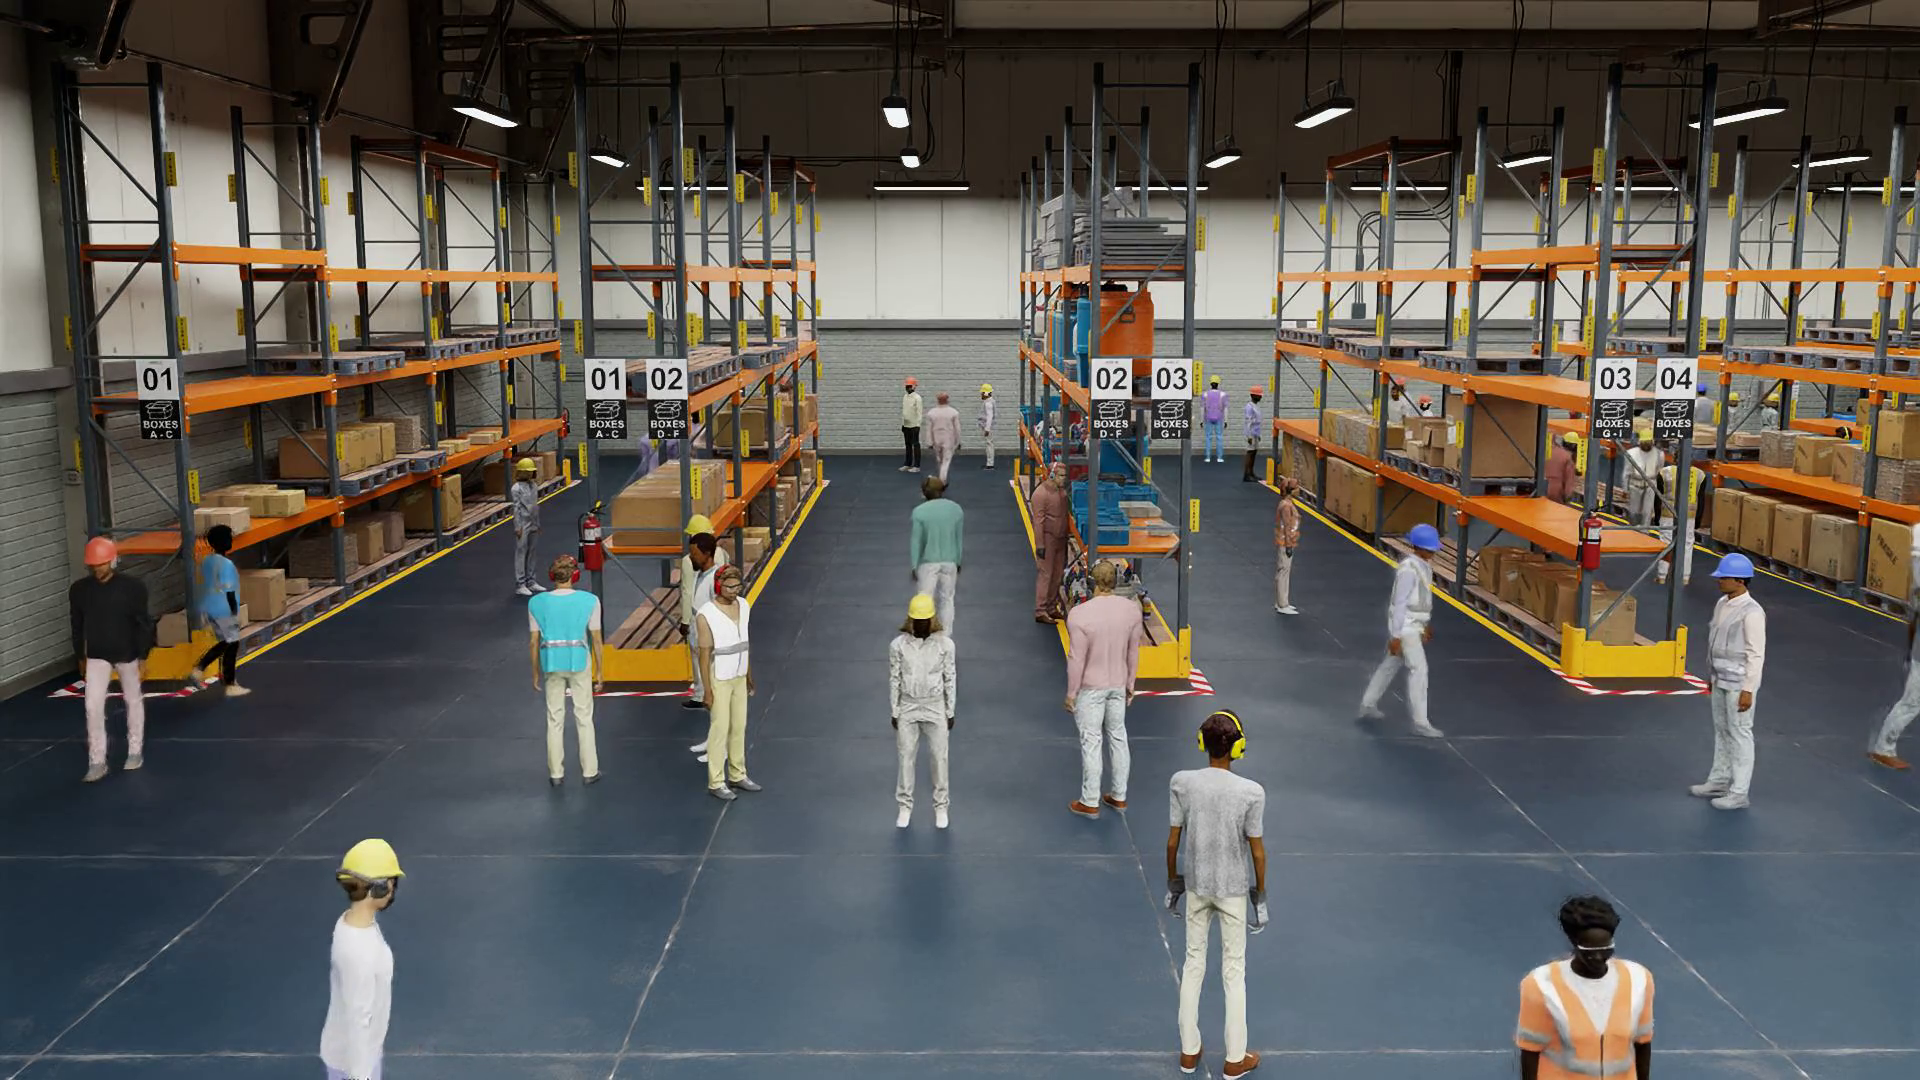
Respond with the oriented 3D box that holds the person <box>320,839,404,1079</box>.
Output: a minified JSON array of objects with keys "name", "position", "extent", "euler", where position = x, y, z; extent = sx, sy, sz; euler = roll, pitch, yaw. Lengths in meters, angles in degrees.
[{"name":"person","position":[-2.392,2.085,6.702],"extent":[0.376,1.749,0.632],"euler":[-3,9,-20]}]

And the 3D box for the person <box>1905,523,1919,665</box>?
[{"name":"person","position":[9.957,0.425,16.890],"extent":[0.553,1.885,0.960],"euler":[1,9,9]}]

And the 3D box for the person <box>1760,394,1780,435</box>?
[{"name":"person","position":[16.363,-2.093,33.602],"extent":[0.324,1.732,0.494],"euler":[-1,9,-4]}]

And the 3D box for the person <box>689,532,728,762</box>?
[{"name":"person","position":[-2.061,0.878,13.912],"extent":[0.385,1.916,0.590],"euler":[-3,9,-20]}]

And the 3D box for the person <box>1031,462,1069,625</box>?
[{"name":"person","position":[1.088,0.027,19.452],"extent":[0.400,1.892,0.659],"euler":[6,11,34]}]

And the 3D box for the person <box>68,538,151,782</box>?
[{"name":"person","position":[-6.813,0.945,13.341],"extent":[0.624,1.952,0.815],"euler":[-2,9,-13]}]

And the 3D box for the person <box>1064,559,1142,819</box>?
[{"name":"person","position":[1.050,1.101,12.387],"extent":[0.636,1.938,0.358],"euler":[-5,10,-30]}]

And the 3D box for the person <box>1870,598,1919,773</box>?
[{"name":"person","position":[7.828,0.994,13.248],"extent":[0.651,1.883,1.021],"euler":[-7,11,-37]}]

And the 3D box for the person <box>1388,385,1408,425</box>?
[{"name":"person","position":[9.001,-2.268,34.335],"extent":[0.328,1.860,0.513],"euler":[-7,11,-37]}]

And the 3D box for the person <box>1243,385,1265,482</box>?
[{"name":"person","position":[5.863,-2.112,33.090],"extent":[0.381,1.929,0.543],"euler":[5,10,29]}]

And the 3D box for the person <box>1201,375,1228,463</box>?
[{"name":"person","position":[5.595,-2.666,36.658],"extent":[0.592,1.925,0.385],"euler":[1,9,9]}]

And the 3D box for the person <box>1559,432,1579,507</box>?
[{"name":"person","position":[9.014,-0.726,24.722],"extent":[0.327,1.760,0.524],"euler":[1,9,5]}]

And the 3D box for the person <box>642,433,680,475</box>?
[{"name":"person","position":[-4.719,-1.050,26.275],"extent":[0.632,1.921,0.680],"euler":[1,9,7]}]

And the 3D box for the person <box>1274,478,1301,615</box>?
[{"name":"person","position":[3.930,0.067,19.998],"extent":[0.308,1.640,0.510],"euler":[1,9,8]}]

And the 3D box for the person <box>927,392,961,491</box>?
[{"name":"person","position":[-0.324,-1.884,31.802],"extent":[0.630,1.879,0.910],"euler":[3,9,21]}]

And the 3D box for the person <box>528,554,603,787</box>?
[{"name":"person","position":[-3.103,1.038,13.136],"extent":[0.574,1.842,0.430],"euler":[-1,9,-4]}]

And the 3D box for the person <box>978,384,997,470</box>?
[{"name":"person","position":[0.580,-2.389,35.177],"extent":[0.403,1.831,0.595],"euler":[1,9,6]}]

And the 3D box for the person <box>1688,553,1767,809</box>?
[{"name":"person","position":[5.851,1.062,12.606],"extent":[0.402,1.949,0.605],"euler":[0,9,0]}]

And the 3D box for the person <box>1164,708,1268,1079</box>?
[{"name":"person","position":[1.288,1.764,8.343],"extent":[0.537,1.869,0.312],"euler":[4,10,24]}]

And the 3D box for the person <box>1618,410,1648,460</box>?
[{"name":"person","position":[12.980,-1.804,31.930],"extent":[0.542,1.672,0.743],"euler":[-1,9,-4]}]

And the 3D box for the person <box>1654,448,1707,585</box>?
[{"name":"person","position":[9.438,-0.316,21.859],"extent":[0.618,1.836,0.428],"euler":[2,9,13]}]

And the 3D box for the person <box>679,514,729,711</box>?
[{"name":"person","position":[-2.405,0.674,15.487],"extent":[0.403,1.831,0.599],"euler":[5,10,29]}]

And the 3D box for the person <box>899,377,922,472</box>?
[{"name":"person","position":[-1.025,-2.415,34.819],"extent":[0.375,1.997,0.612],"euler":[-7,11,-38]}]

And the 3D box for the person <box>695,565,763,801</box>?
[{"name":"person","position":[-1.812,1.088,12.829],"extent":[0.407,1.830,0.577],"euler":[5,10,29]}]

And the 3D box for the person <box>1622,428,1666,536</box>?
[{"name":"person","position":[10.260,-0.792,24.976],"extent":[0.591,1.815,0.537],"euler":[3,9,18]}]

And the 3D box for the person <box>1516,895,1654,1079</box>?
[{"name":"person","position":[2.400,2.160,6.396],"extent":[0.548,1.678,0.364],"euler":[0,9,-1]}]

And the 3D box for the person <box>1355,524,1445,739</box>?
[{"name":"person","position":[3.907,0.768,14.728],"extent":[0.842,1.898,0.646],"euler":[4,10,25]}]

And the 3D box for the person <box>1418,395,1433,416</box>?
[{"name":"person","position":[9.162,-1.982,32.812],"extent":[0.334,1.753,0.562],"euler":[3,9,21]}]

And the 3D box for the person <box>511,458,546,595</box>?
[{"name":"person","position":[-5.513,-0.178,21.242],"extent":[0.295,1.743,0.493],"euler":[3,9,19]}]

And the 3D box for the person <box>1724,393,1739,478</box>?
[{"name":"person","position":[15.647,-2.134,33.865],"extent":[0.341,1.736,0.487],"euler":[1,9,4]}]

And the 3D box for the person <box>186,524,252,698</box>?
[{"name":"person","position":[-7.072,0.692,15.825],"extent":[0.455,1.686,0.535],"euler":[-8,12,-43]}]

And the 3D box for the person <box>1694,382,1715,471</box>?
[{"name":"person","position":[15.080,-2.242,33.904],"extent":[0.626,1.931,0.436],"euler":[0,9,2]}]

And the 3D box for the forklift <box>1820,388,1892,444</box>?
[{"name":"forklift","position":[20.072,-3.110,36.462],"extent":[1.873,2.768,1.129],"euler":[0,9,0]}]

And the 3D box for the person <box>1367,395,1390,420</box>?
[{"name":"person","position":[8.185,-2.034,32.639],"extent":[0.600,1.910,0.483],"euler":[-6,11,-35]}]

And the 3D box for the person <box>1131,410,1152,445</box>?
[{"name":"person","position":[3.438,-2.032,32.475],"extent":[0.656,1.965,0.426],"euler":[-3,9,-17]}]

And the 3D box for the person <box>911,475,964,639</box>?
[{"name":"person","position":[-0.219,0.262,17.881],"extent":[0.626,1.920,0.647],"euler":[-3,9,-18]}]

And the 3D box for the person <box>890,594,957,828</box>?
[{"name":"person","position":[-0.271,1.245,12.119],"extent":[0.486,1.736,0.320],"euler":[1,9,4]}]
